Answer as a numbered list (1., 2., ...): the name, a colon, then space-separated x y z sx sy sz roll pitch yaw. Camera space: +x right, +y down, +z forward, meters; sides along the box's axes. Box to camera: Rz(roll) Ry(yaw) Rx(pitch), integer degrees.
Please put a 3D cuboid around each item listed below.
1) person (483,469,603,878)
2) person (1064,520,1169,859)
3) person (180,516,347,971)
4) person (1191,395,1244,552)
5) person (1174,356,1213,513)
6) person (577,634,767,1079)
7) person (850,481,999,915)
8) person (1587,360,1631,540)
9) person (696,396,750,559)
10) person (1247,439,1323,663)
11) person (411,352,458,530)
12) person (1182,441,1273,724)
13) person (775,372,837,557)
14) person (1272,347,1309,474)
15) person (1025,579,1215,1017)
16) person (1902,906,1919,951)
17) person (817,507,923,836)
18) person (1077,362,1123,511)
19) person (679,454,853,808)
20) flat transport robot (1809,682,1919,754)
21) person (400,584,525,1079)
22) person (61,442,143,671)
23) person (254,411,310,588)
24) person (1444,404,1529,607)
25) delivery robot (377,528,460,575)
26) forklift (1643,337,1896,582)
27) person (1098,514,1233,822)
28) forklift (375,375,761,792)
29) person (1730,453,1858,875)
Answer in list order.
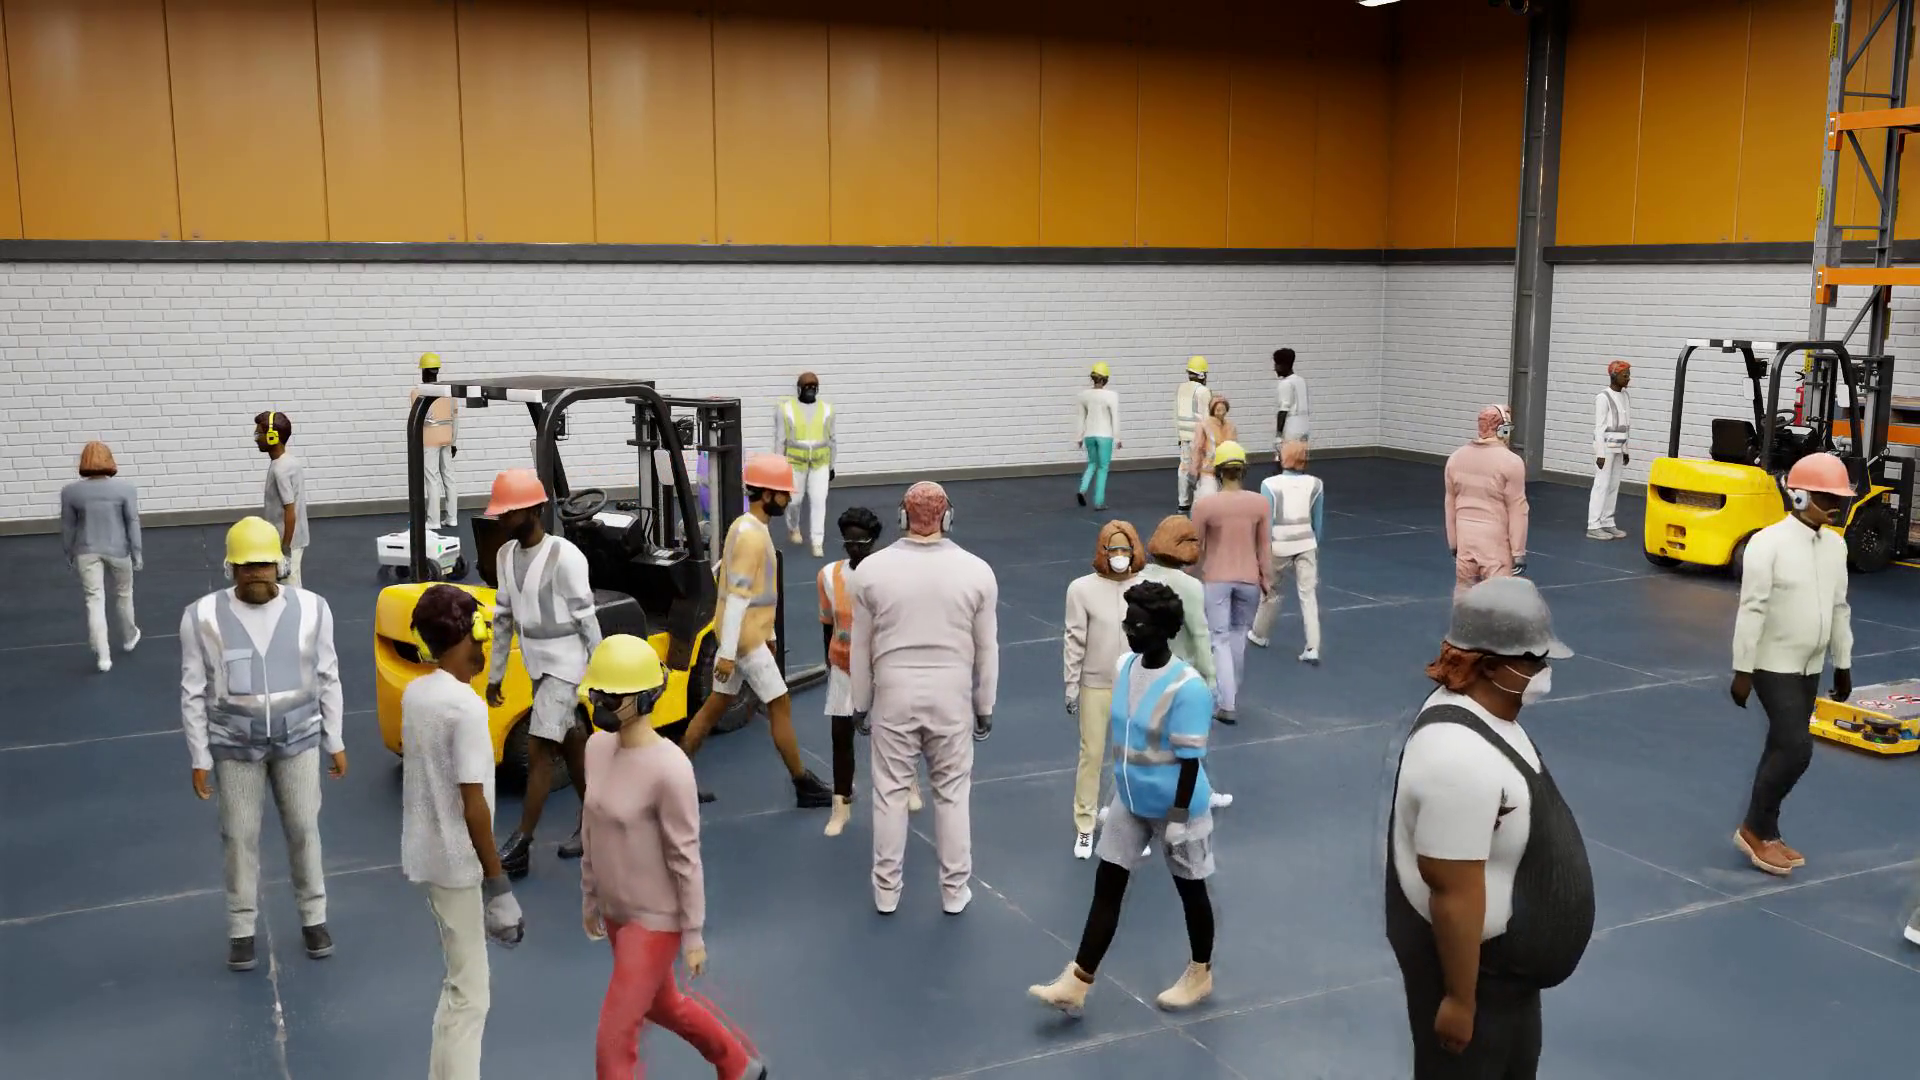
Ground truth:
1. person: -1.999 0.616 7.716 0.567 1.890 0.901 8 12 42
2. person: 0.746 0.710 7.938 0.508 1.632 0.264 -1 9 -6
3. person: -2.806 0.807 6.719 0.602 1.830 0.404 -5 10 -27
4. person: 2.555 -0.614 16.261 0.585 1.596 0.750 -7 12 -39
5. person: 2.721 -1.196 19.148 0.404 1.832 0.600 -6 11 -32
6. person: -0.938 1.117 5.105 0.865 1.733 0.528 -8 12 -41
7. person: -0.157 0.692 7.268 0.645 1.896 0.401 0 9 -2
8. person: 6.832 -0.941 17.449 0.568 1.878 0.351 -8 12 -42
9. person: -1.841 -0.191 12.870 0.390 1.846 0.564 -7 11 -36
10. person: 2.391 0.065 12.075 0.519 1.587 0.894 -2 9 -12
11. person: -5.704 -1.066 18.051 0.368 1.927 0.587 6 11 32
12. person: 1.655 0.246 10.461 0.543 1.740 0.717 -2 9 -10
13. person: -1.530 -0.768 16.525 0.632 1.821 0.785 -2 9 -13
14. person: 3.781 -1.218 18.949 0.415 1.949 0.718 7 11 36
15. person: 0.637 0.982 6.136 0.819 1.655 0.553 -6 11 -33
16. person: 4.311 0.816 6.545 0.994 1.871 0.614 7 12 37
17. person: -0.425 0.629 8.428 0.548 1.668 0.714 3 10 17
18. person: 1.630 -1.204 19.447 0.530 1.755 0.401 7 12 37
19. person: -1.108 0.483 8.630 1.007 1.881 0.579 -2 9 -10
20. flat transport robot: 5.783 1.046 10.072 1.431 0.197 0.652 -4 10 -25
21. person: -1.540 1.073 5.150 0.311 1.821 0.729 -5 11 -30
22. person: -6.106 0.096 11.866 0.528 1.581 0.856 -3 10 -18
23. person: -4.558 0.062 11.234 0.309 1.868 0.535 -3 10 -17
24. person: 3.599 0.032 11.298 0.404 1.911 0.636 -6 11 -32
25. delivery robot: -4.860 0.075 14.923 0.707 0.478 0.477 3 10 18
26. forklift: 7.551 -0.789 15.507 2.313 2.155 1.214 -4 10 -25
27. person: 1.046 0.660 8.391 0.865 1.588 0.518 -5 10 -27
28. forklift: -2.268 0.149 9.685 1.214 2.155 2.313 6 11 32
29. person: 3.874 0.576 7.713 0.645 1.970 0.516 -5 10 -28
